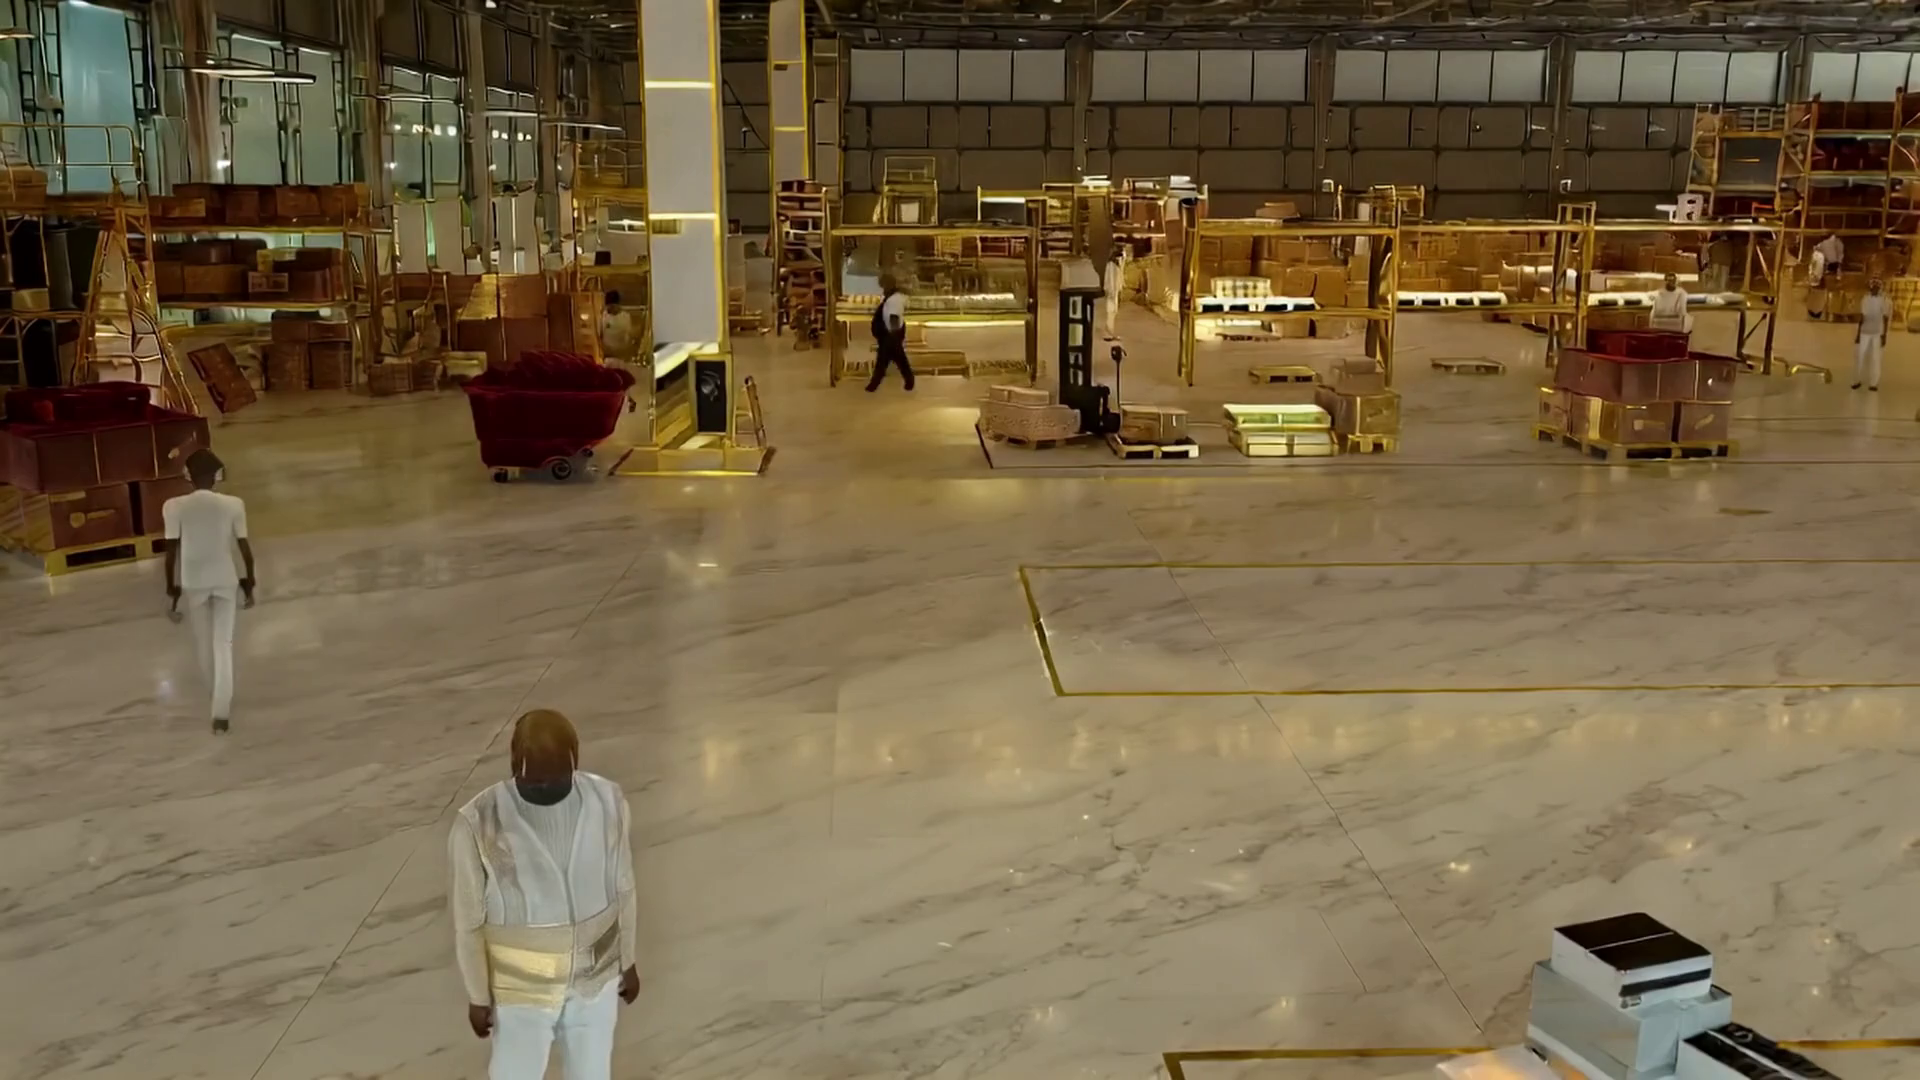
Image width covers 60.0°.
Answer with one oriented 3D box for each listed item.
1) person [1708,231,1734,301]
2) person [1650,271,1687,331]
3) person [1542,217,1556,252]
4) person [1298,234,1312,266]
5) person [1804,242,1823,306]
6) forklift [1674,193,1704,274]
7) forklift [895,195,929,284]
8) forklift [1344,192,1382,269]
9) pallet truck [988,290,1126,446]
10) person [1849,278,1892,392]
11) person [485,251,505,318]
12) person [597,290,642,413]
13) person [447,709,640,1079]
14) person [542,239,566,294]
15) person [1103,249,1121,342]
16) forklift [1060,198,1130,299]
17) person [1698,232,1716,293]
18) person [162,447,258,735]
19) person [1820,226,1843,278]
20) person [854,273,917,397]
[{"bbox_3d":[21.102,-7.598,46.173,0.637,1.936,0.355,8,15,34],"label":"person"},{"bbox_3d":[12.107,-3.661,28.517,0.353,1.884,0.577,-12,17,-44],"label":"person"},{"bbox_3d":[21.440,-10.758,60.444,0.553,1.933,0.370,12,17,43],"label":"person"},{"bbox_3d":[9.721,-7.867,47.385,0.627,1.940,0.371,-8,15,-33],"label":"person"},{"bbox_3d":[22.865,-7.113,44.528,0.540,1.695,0.317,-12,17,-42],"label":"person"},{"bbox_3d":[24.940,-10.475,57.018,1.129,2.768,1.873,-6,14,-26],"label":"forklift"},{"bbox_3d":[-1.602,-9.549,52.834,1.129,2.768,1.873,1,13,5],"label":"forklift"},{"bbox_3d":[14.678,-11.153,60.076,1.129,2.768,1.873,0,12,-2],"label":"forklift"},{"bbox_3d":[1.257,-2.299,22.111,1.885,1.965,0.823,-9,15,-35],"label":"pallet truck"},{"bbox_3d":[14.927,-3.358,27.220,0.319,1.857,0.528,-7,14,-28],"label":"person"},{"bbox_3d":[-11.465,-6.269,40.875,0.522,1.631,0.324,10,16,38],"label":"person"},{"bbox_3d":[-4.952,-2.693,24.149,0.622,1.883,0.744,12,17,42],"label":"person"},{"bbox_3d":[-1.350,1.449,5.545,0.627,1.844,0.429,-8,15,-34],"label":"person"},{"bbox_3d":[-10.069,-6.516,41.333,0.593,1.914,0.497,-5,13,-21],"label":"person"},{"bbox_3d":[3.219,-5.160,35.161,0.372,1.941,0.627,-1,13,-4],"label":"person"},{"bbox_3d":[3.798,-8.210,46.791,1.873,2.768,1.129,0,12,-2],"label":"forklift"},{"bbox_3d":[21.873,-8.126,48.832,0.727,1.816,0.654,0,12,-2],"label":"person"},{"bbox_3d":[-4.856,0.308,10.783,0.532,1.805,1.033,-4,13,-18],"label":"person"},{"bbox_3d":[25.457,-8.177,48.654,0.611,1.996,0.379,4,13,17],"label":"person"},{"bbox_3d":[-1.161,-3.292,26.496,1.035,2.000,0.701,-1,13,-4],"label":"person"}]
